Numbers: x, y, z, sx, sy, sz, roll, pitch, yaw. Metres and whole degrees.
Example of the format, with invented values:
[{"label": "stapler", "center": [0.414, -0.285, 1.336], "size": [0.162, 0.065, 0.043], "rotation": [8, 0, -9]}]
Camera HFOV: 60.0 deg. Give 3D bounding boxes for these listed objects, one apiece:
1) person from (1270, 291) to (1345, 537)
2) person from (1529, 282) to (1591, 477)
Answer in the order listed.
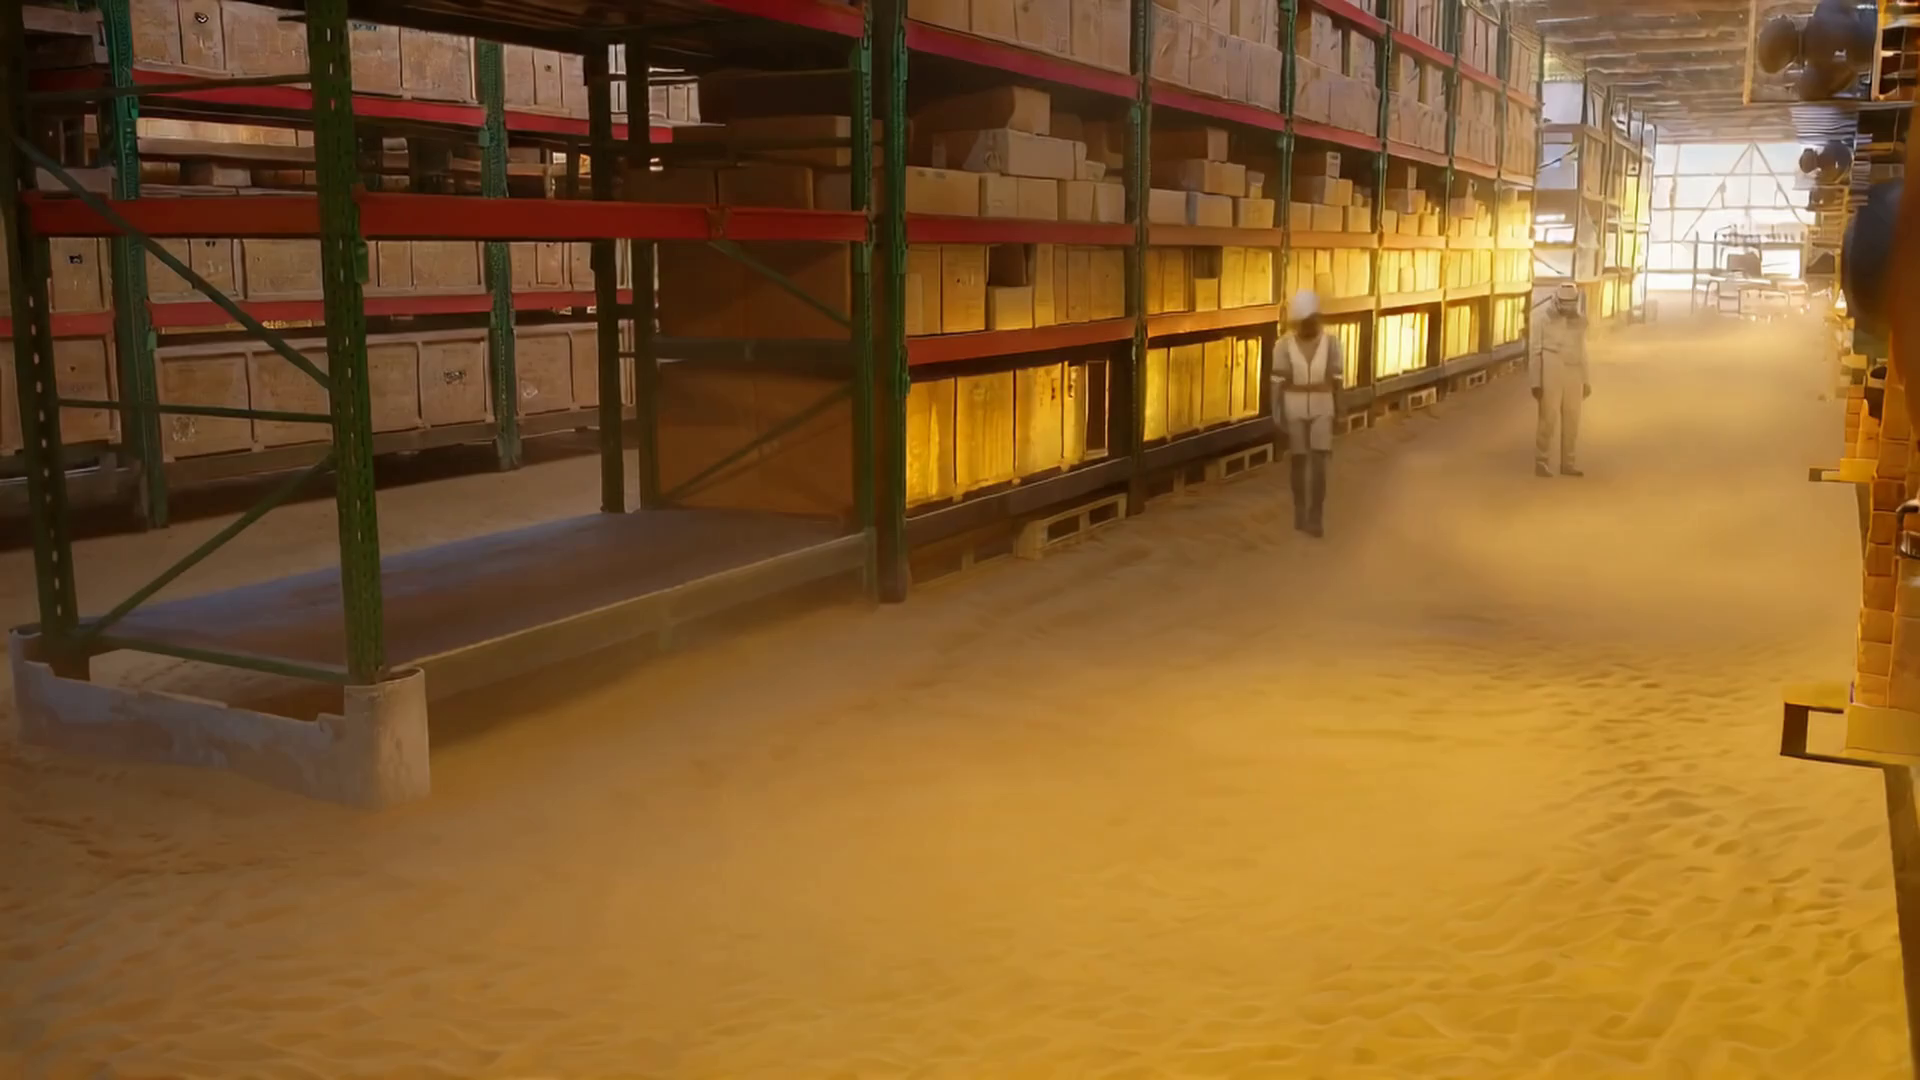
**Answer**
[{"label": "person", "center": [2.662, -0.960, 12.767], "size": [0.562, 1.880, 0.885], "rotation": [2, 10, 10]}, {"label": "person", "center": [5.855, -1.552, 16.200], "size": [0.653, 1.894, 0.401], "rotation": [-3, 10, -15]}]
